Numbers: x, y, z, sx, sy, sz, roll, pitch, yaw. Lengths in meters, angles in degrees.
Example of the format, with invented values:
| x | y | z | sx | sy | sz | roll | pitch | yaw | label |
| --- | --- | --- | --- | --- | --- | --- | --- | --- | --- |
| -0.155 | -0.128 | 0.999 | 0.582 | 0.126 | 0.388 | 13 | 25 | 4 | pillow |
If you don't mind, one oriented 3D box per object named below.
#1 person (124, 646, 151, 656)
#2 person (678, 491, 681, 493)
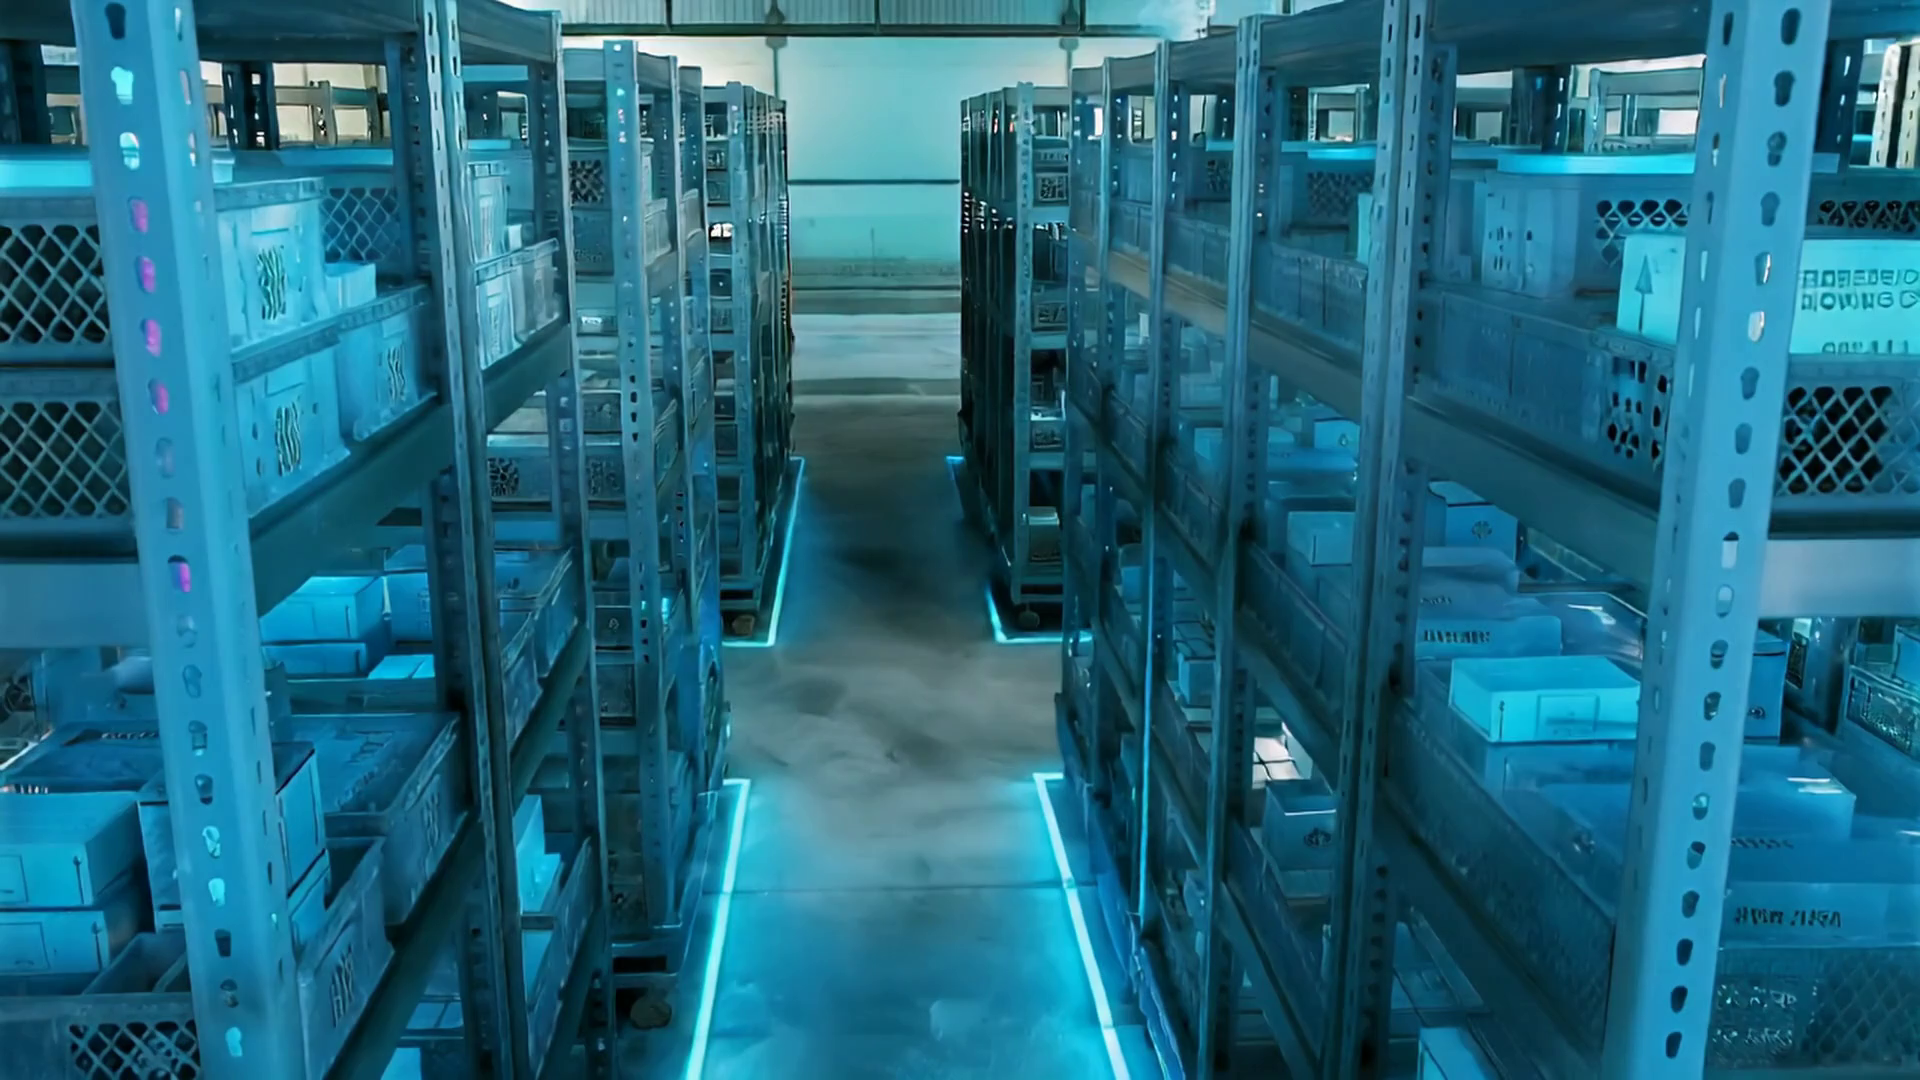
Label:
| x | y | z | sx | sy | sz | roll | pitch | yaw | label |
| --- | --- | --- | --- | --- | --- | --- | --- | --- | --- |
| -2.521 | 1.039 | 5.589 | 0.612 | 1.922 | 0.805 | -3 | 14 | -12 | person |
| -1.935 | -0.117 | 10.479 | 0.445 | 1.821 | 0.565 | 3 | 14 | 14 | person |
